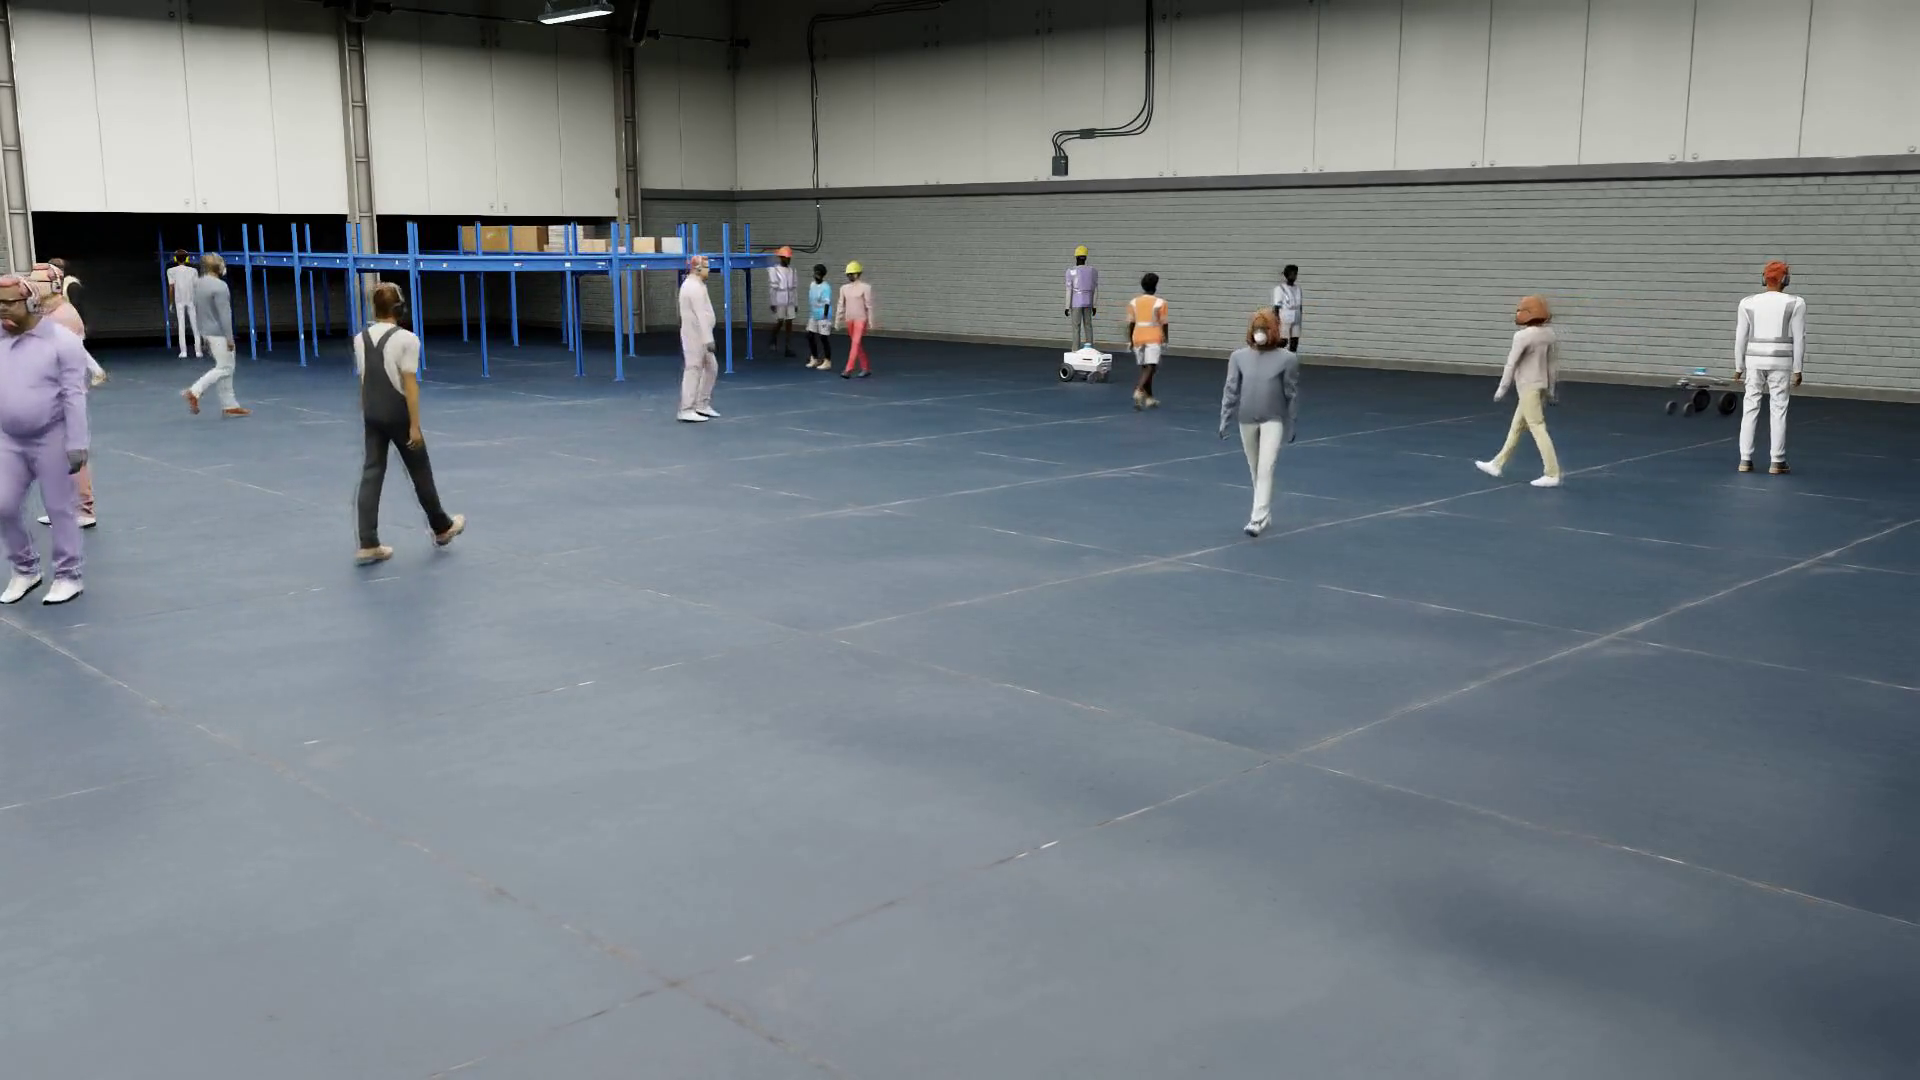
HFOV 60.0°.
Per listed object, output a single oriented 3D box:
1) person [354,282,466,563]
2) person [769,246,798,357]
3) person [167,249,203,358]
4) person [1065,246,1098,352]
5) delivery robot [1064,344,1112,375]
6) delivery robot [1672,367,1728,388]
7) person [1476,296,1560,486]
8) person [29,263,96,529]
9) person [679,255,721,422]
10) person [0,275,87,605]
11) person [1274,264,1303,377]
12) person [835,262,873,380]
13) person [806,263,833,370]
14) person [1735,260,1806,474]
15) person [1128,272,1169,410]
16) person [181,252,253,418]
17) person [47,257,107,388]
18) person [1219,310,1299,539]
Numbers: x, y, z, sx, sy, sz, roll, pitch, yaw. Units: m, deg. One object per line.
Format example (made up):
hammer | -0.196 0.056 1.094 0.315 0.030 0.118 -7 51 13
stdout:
person | -3.697 -0.794 11.017 0.537 1.794 0.963 4 11 19
person | -3.091 -4.174 29.104 0.572 1.926 0.506 -8 13 -38
person | -13.473 -4.110 28.905 0.514 1.871 0.327 -5 12 -28
person | 2.031 -3.961 27.934 0.590 1.927 0.367 -4 11 -21
delivery robot | 1.860 -2.613 24.190 0.707 0.478 0.477 10 14 42
delivery robot | 8.843 -1.945 19.842 0.699 0.223 0.335 -4 11 -22
person | 4.793 -1.270 14.167 0.504 1.586 0.861 -10 14 -43
person | -6.541 -1.036 12.034 0.409 1.910 0.651 -8 13 -39
person | -2.932 -2.289 18.948 0.629 1.888 0.665 -2 11 -12
person | -5.304 -0.557 9.496 0.648 1.889 0.508 0 10 -2
person | 4.912 -3.307 25.016 0.546 1.680 0.560 -6 12 -28
person | -1.566 -3.240 24.578 0.546 1.713 0.926 6 12 30
person | -2.176 -3.494 26.070 0.450 1.665 0.565 -9 14 -41
person | 7.240 -1.548 14.888 0.574 1.887 0.355 8 13 37
person | 2.268 -2.423 20.252 0.536 1.671 0.786 7 13 35
person | -8.640 -2.359 19.219 0.737 1.924 0.638 -9 14 -41
person | -12.237 -2.968 22.841 0.625 1.818 0.850 5 11 25
person | 2.108 -0.821 11.739 0.512 1.579 0.880 5 12 26
